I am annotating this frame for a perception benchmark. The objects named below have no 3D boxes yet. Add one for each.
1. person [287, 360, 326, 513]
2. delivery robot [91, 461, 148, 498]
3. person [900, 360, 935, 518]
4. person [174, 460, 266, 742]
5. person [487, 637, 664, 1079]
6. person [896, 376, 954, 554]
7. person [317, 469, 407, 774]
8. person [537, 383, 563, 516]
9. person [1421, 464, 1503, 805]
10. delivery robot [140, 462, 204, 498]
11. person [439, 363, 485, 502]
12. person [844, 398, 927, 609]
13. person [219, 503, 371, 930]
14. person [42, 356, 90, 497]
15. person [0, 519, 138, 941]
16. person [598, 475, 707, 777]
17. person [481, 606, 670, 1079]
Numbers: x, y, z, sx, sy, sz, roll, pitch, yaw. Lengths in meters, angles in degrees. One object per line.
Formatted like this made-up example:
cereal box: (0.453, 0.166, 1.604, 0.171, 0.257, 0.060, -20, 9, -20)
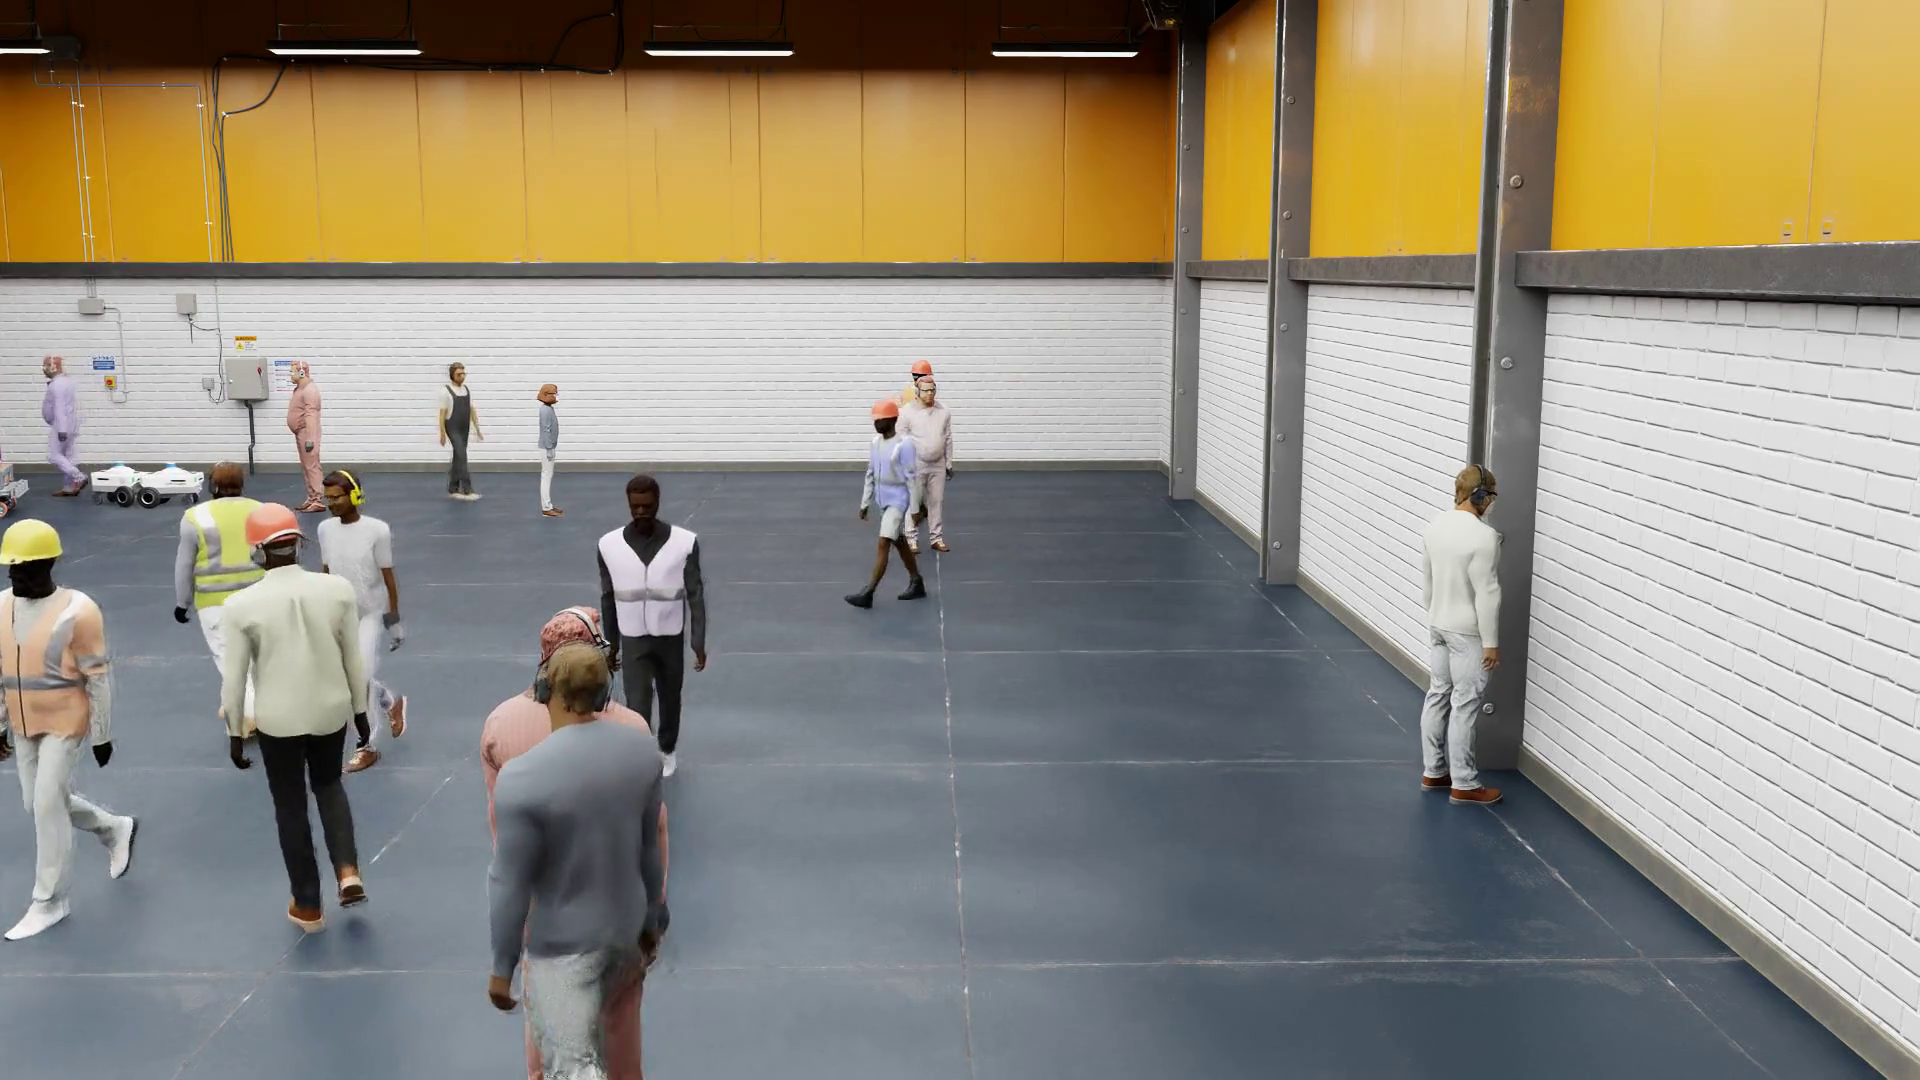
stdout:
person: (-8.190, -1.291, 20.795, 0.402, 1.901, 0.647, -6, 11, -31)
delivery robot: (-10.801, -0.770, 21.400, 0.707, 0.478, 0.477, 3, 10, 16)
person: (-0.488, -1.230, 20.317, 0.386, 1.931, 0.544, -8, 12, -41)
person: (-4.712, 0.385, 10.809, 0.919, 1.808, 0.629, 8, 12, 39)
person: (-1.157, 1.251, 5.227, 0.898, 1.894, 0.648, 6, 11, 34)
person: (-0.362, -0.798, 17.763, 0.645, 1.903, 0.401, -5, 10, -27)
person: (-3.658, 0.457, 10.259, 0.561, 1.839, 0.731, 2, 10, 14)
person: (-5.048, -1.110, 20.474, 0.286, 1.633, 0.500, -1, 9, -9)
person: (2.864, 0.534, 9.482, 0.370, 1.934, 0.627, -3, 10, -17)
delivery robot: (-10.072, -0.748, 21.269, 0.707, 0.478, 0.477, -1, 9, -8)
person: (-6.436, -1.391, 21.659, 0.820, 1.817, 0.512, 4, 10, 26)
person: (-0.656, -0.340, 15.001, 0.990, 1.883, 0.577, -7, 12, -38)
person: (-3.061, 0.812, 7.649, 0.639, 1.970, 0.493, -8, 12, -39)
person: (-11.927, -1.495, 22.050, 0.439, 1.892, 0.653, -3, 10, -20)
person: (-4.211, 0.826, 7.781, 0.595, 1.907, 0.792, 3, 10, 20)
person: (-1.770, 0.543, 9.625, 0.607, 1.877, 0.978, -1, 9, -7)
person: (-1.276, 1.168, 5.676, 0.643, 1.909, 0.410, 3, 10, 15)
